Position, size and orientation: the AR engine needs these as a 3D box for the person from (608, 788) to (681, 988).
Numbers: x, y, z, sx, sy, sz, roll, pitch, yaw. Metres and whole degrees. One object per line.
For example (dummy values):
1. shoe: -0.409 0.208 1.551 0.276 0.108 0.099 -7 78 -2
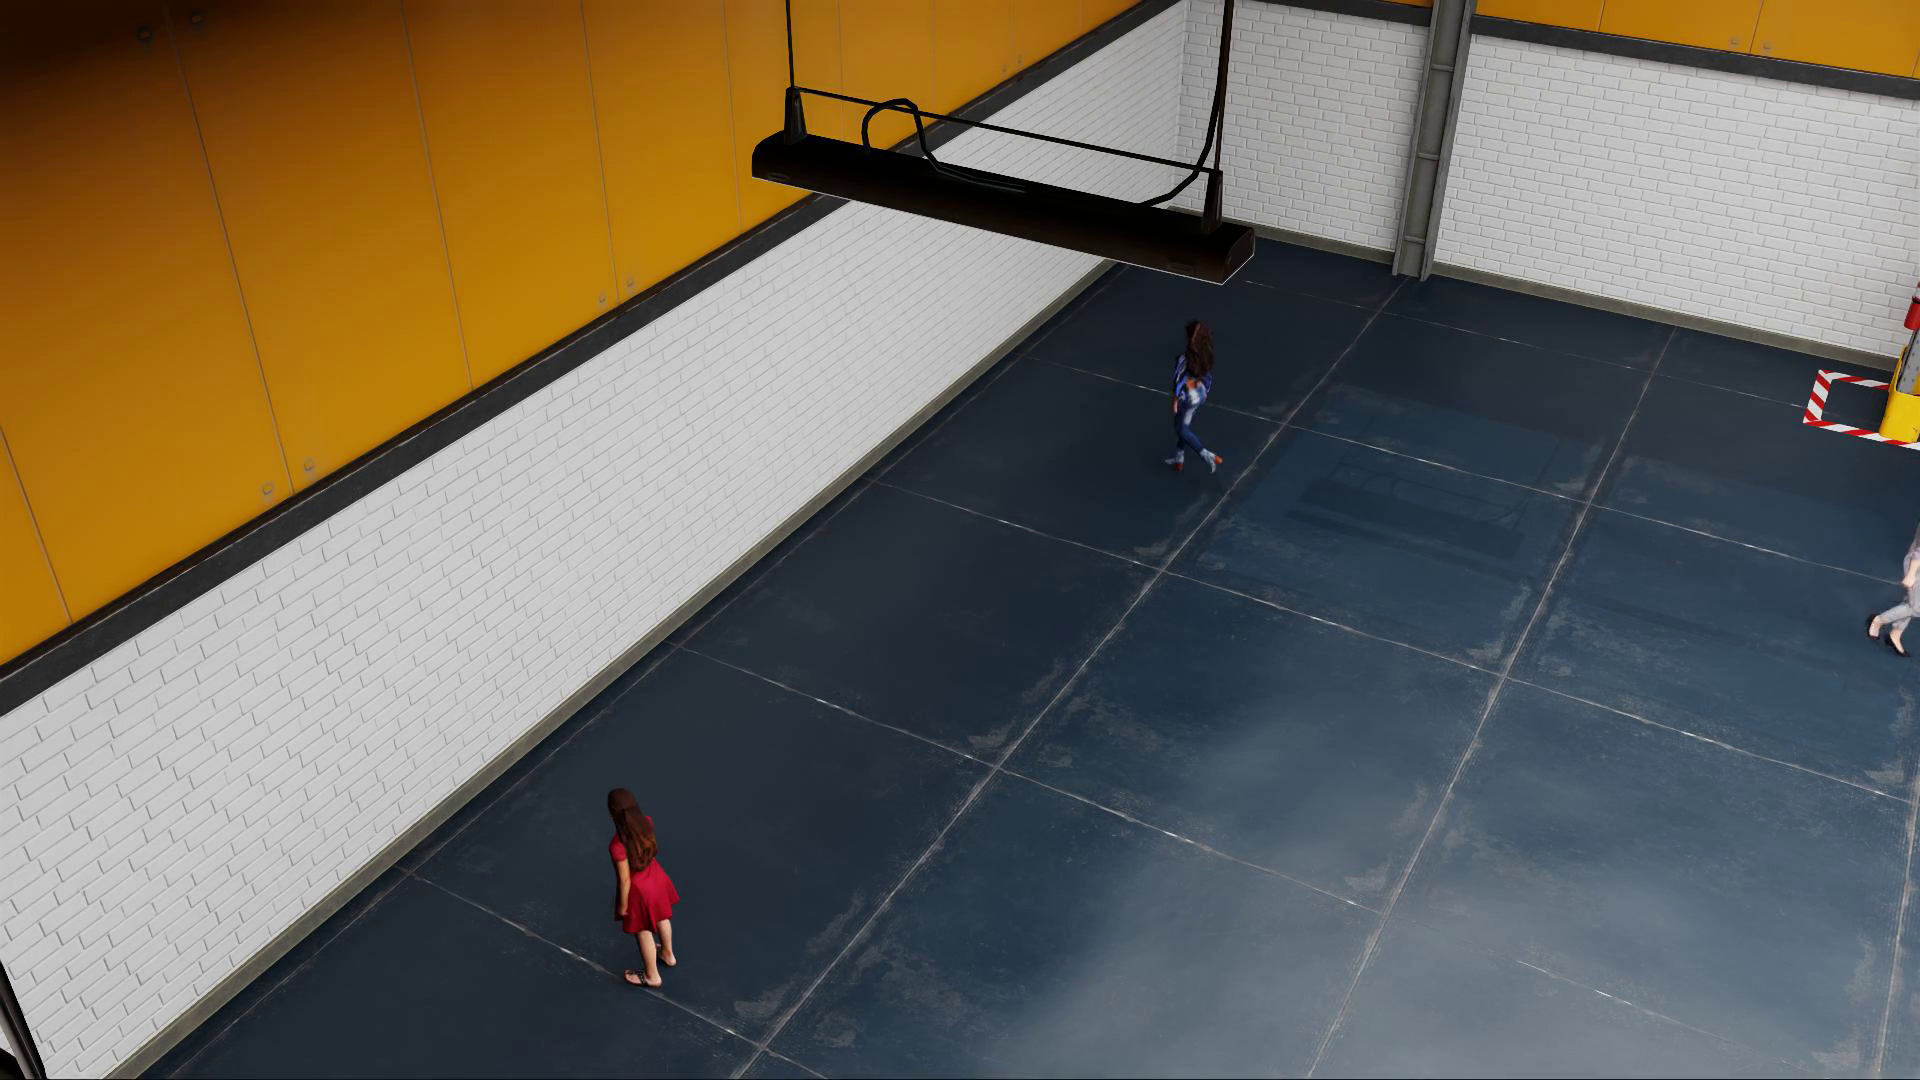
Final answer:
1. person: -1.993 2.153 10.379 0.610 1.551 0.550 15 36 21

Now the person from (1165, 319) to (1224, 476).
1. person: 2.199 -1.284 15.501 0.952 1.605 0.747 28 42 35

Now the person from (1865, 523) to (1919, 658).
1. person: 7.577 0.189 13.227 0.730 1.668 0.762 -25 41 -32
